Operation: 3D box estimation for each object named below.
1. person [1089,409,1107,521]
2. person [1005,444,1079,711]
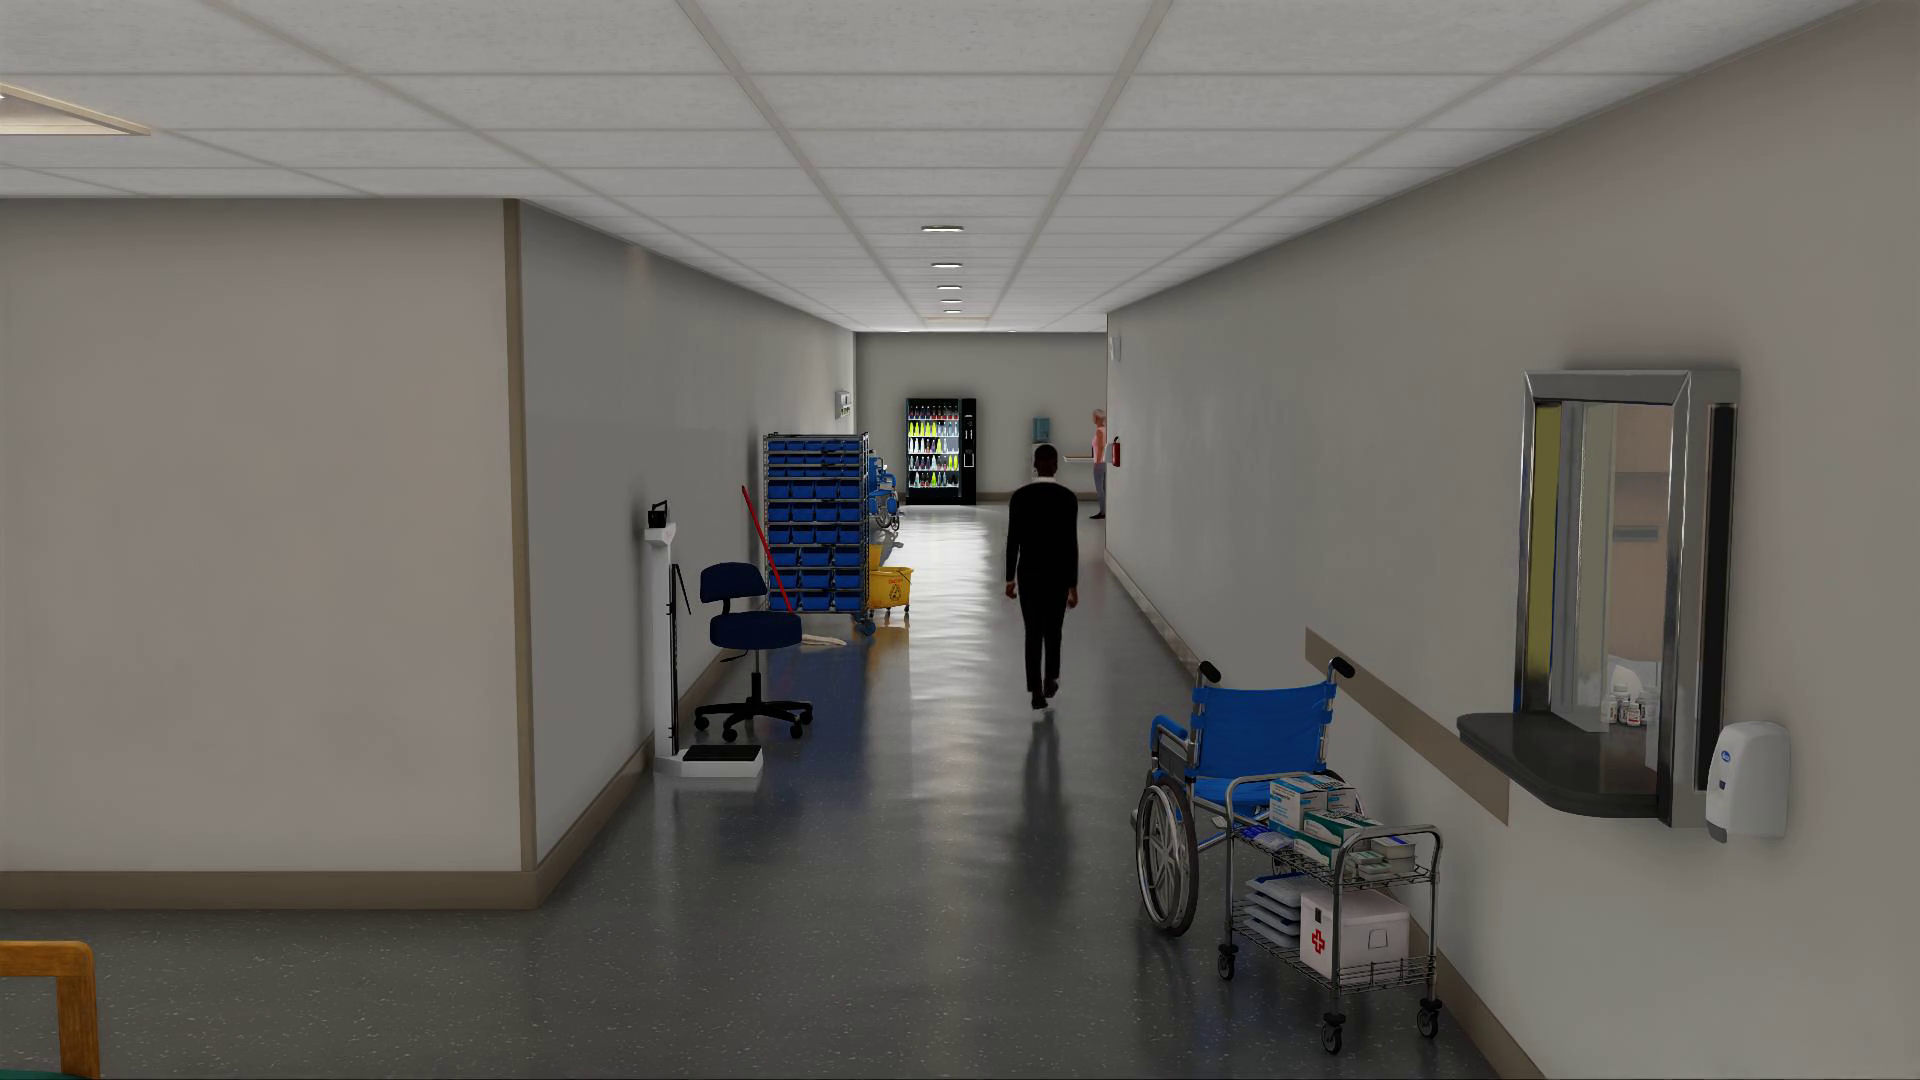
[{"bbox_3d":[2.201,-1.179,25.840,0.635,1.723,0.631,3,6,24],"label":"person"},{"bbox_3d":[0.538,0.288,11.078,1.150,1.760,0.810,1,6,8],"label":"person"}]
